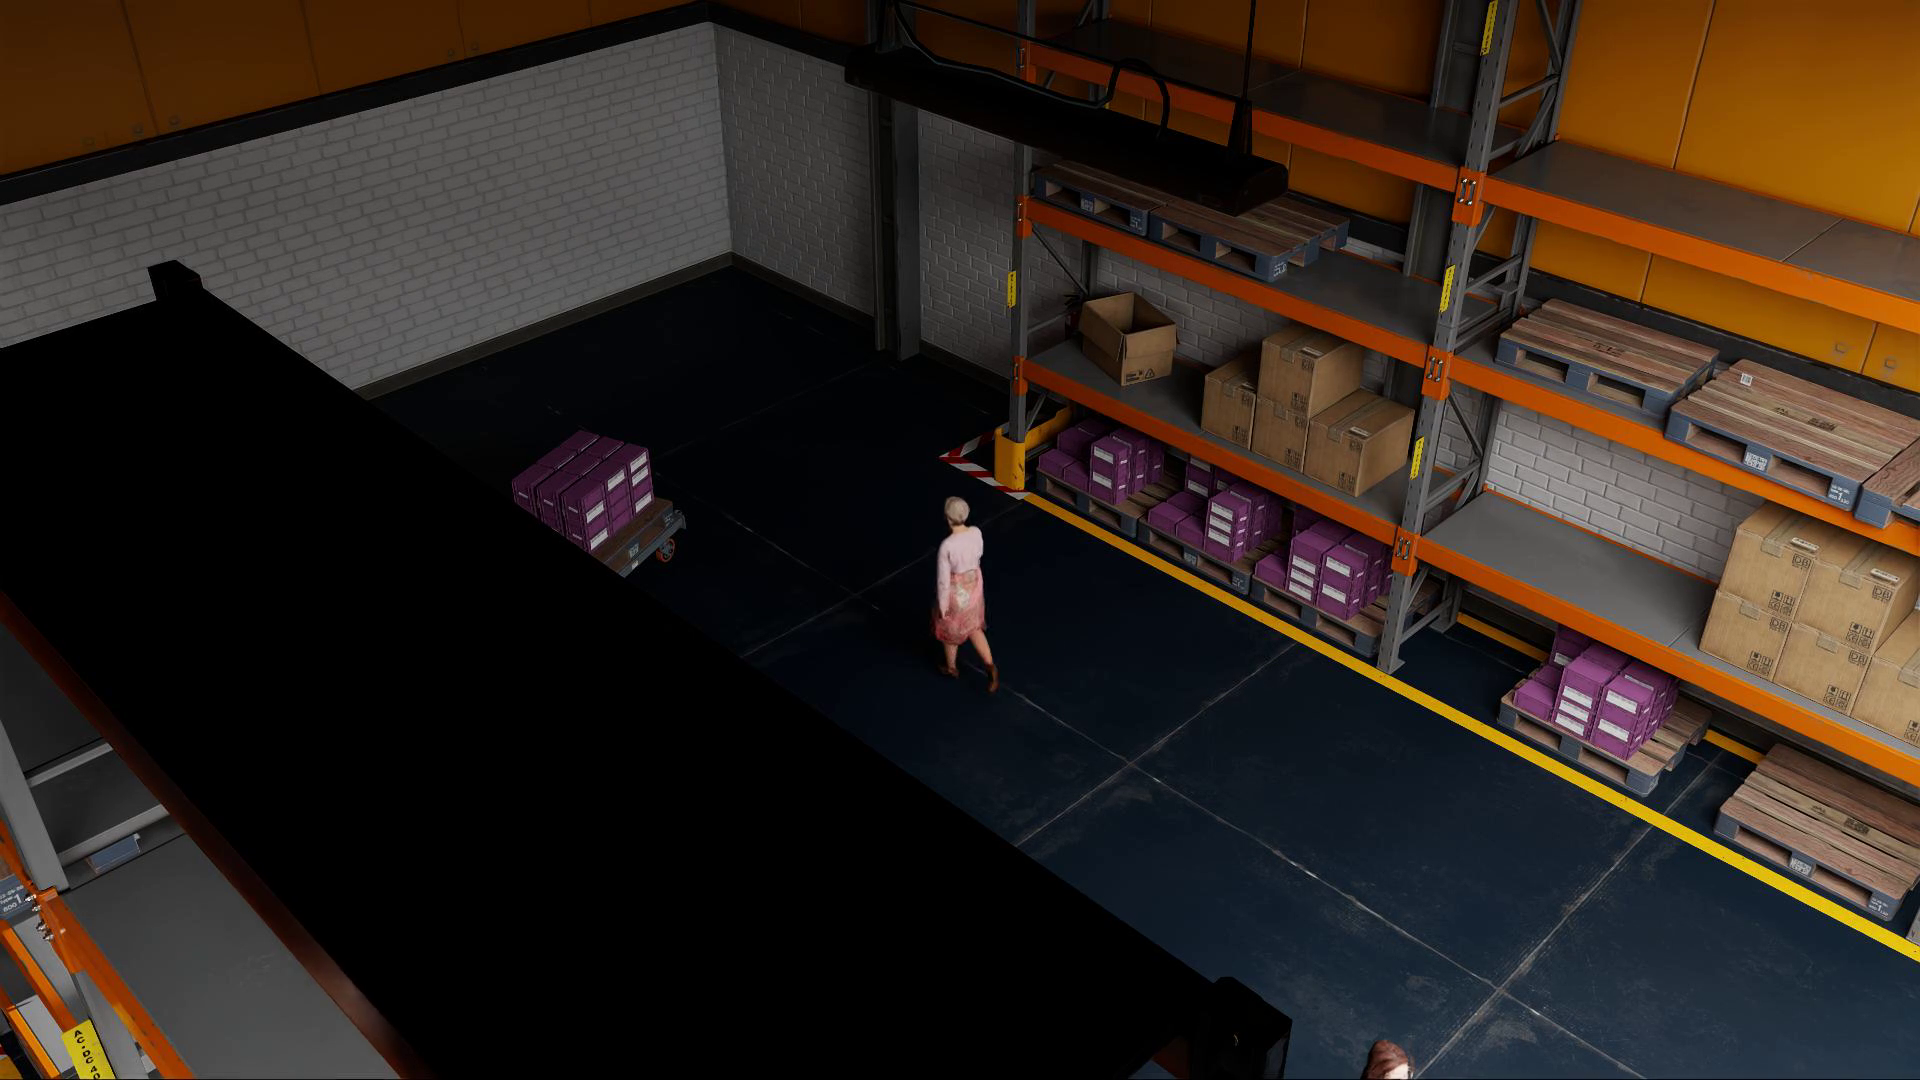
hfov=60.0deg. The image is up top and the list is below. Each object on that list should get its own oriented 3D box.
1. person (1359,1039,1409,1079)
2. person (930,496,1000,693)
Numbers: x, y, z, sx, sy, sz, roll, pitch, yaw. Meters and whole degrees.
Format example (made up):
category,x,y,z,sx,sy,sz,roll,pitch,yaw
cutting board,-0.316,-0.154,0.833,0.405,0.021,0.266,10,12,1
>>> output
category,x,y,z,sx,sy,sz,roll,pitch,yaw
person,2.023,3.125,8.318,0.610,1.747,0.556,-23,40,-30
person,0.061,0.442,12.422,0.702,1.673,0.950,-21,39,-29
